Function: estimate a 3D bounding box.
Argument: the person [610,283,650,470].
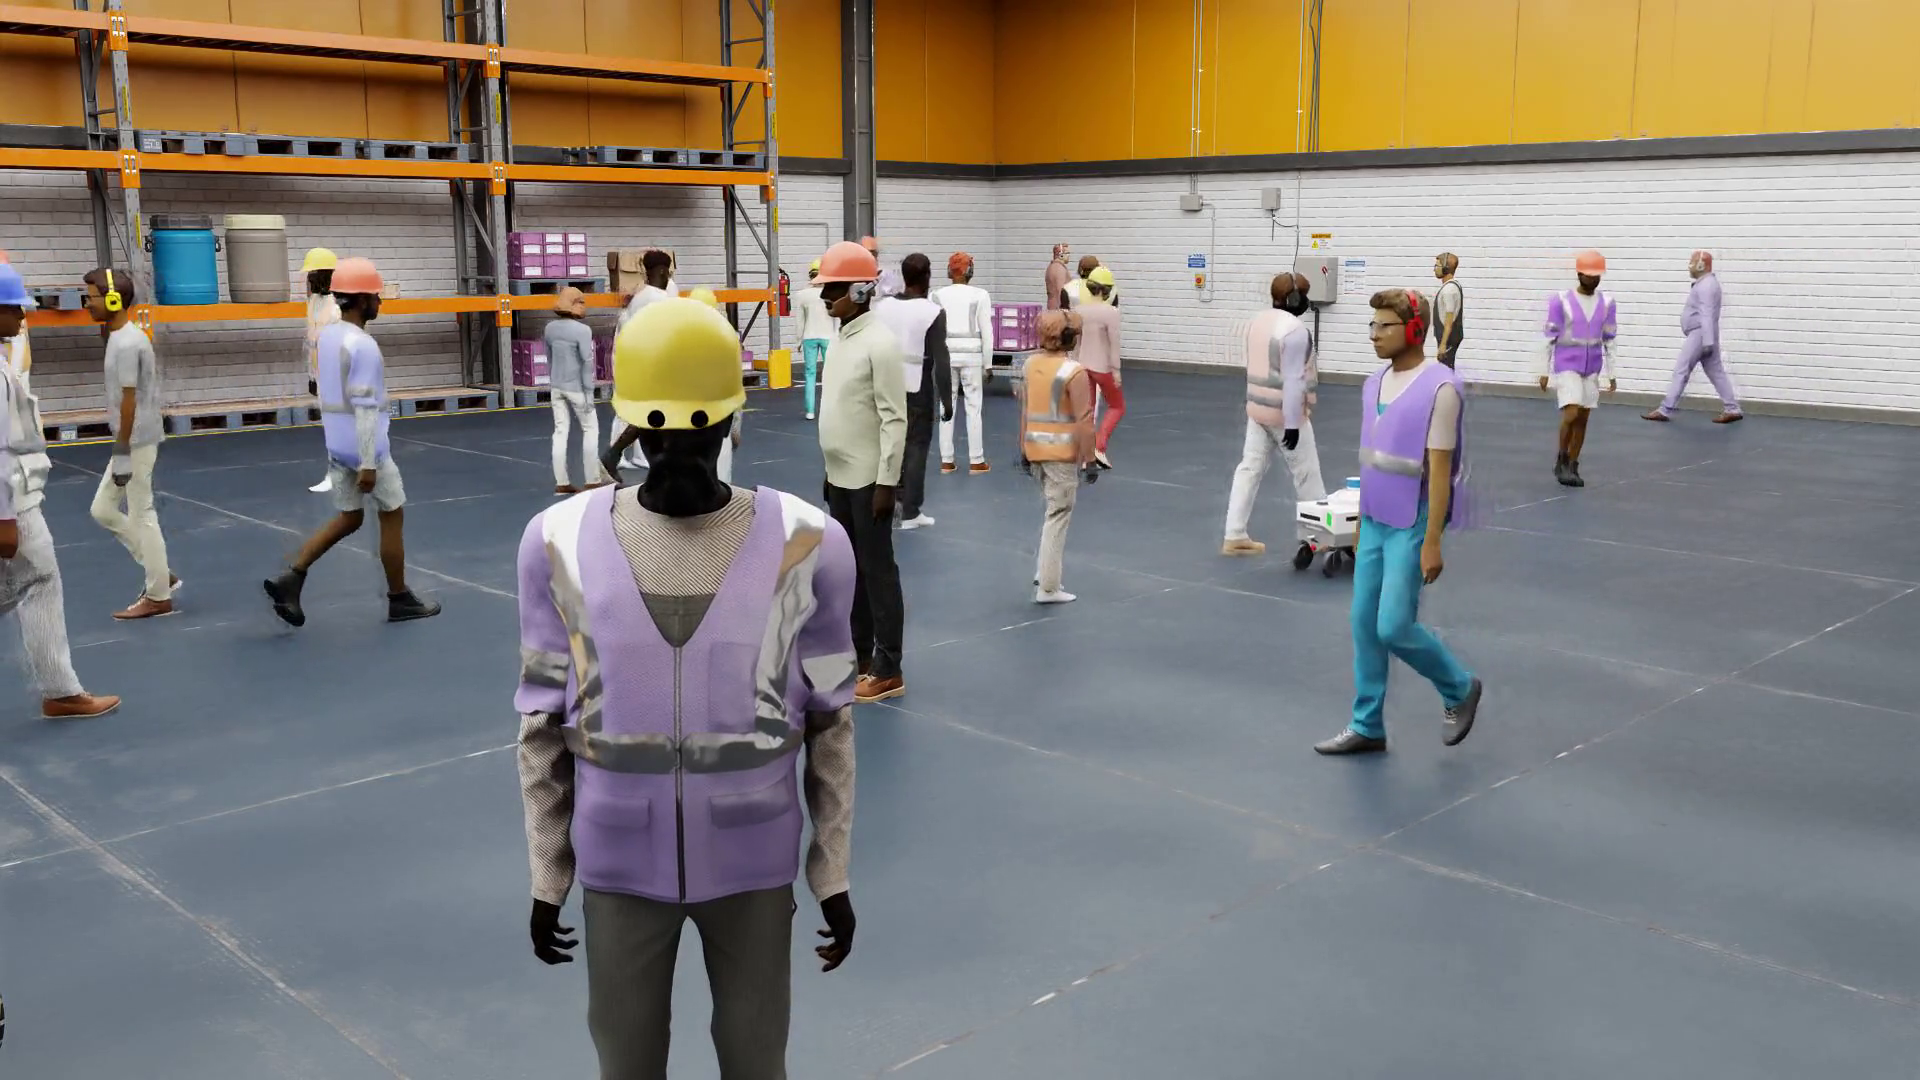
[{"bbox_3d":[-2.775,-1.388,14.241,0.574,1.612,0.634,-2,11,-9],"label":"person"}]

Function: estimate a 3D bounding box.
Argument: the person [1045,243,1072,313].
[{"bbox_3d":[1.432,-3.246,23.608,0.410,1.909,0.643,-2,11,-13],"label":"person"}]

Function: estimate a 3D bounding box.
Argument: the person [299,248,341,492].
[{"bbox_3d":[-4.900,-1.306,12.974,0.593,1.924,0.384,7,12,33],"label":"person"}]

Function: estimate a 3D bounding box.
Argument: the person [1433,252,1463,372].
[{"bbox_3d":[5.025,-2.046,17.233,0.350,1.847,0.506,4,11,22],"label":"person"}]

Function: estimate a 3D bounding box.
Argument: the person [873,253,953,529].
[{"bbox_3d":[-0.319,-1.021,11.493,0.615,1.899,0.464,8,13,36],"label":"person"}]

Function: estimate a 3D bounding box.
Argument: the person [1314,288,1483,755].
[{"bbox_3d":[1.714,-0.047,6.380,0.553,1.828,0.596,-3,11,-18],"label":"person"}]

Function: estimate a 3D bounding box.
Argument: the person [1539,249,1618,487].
[{"bbox_3d":[4.985,-1.367,13.341,0.567,1.911,0.473,-1,10,-8],"label":"person"}]

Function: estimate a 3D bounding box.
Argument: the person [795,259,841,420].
[{"bbox_3d":[-1.529,-2.187,18.227,0.533,1.765,0.331,1,10,7],"label":"person"}]

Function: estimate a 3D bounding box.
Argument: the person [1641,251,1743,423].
[{"bbox_3d":[8.012,-2.179,17.959,1.011,1.856,0.651,7,12,32],"label":"person"}]

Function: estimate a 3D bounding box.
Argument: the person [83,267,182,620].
[{"bbox_3d":[-4.380,-0.489,8.719,0.396,1.854,0.556,-6,12,-29],"label":"person"}]

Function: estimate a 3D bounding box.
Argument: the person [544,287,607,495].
[{"bbox_3d":[-2.998,-1.165,13.048,0.531,1.619,0.559,6,12,29],"label":"person"}]

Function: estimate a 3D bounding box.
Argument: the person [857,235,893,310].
[{"bbox_3d":[-1.096,-2.805,20.890,0.618,2.023,0.695,3,11,18],"label":"person"}]

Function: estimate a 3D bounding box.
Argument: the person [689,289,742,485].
[{"bbox_3d":[-1.574,-0.662,10.105,0.502,1.694,0.910,-1,10,-4],"label":"person"}]

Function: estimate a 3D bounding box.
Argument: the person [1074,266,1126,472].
[{"bbox_3d":[1.194,-1.453,14.232,0.372,1.750,0.553,-10,14,-43],"label":"person"}]

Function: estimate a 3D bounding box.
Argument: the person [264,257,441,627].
[{"bbox_3d":[-3.133,-0.480,8.516,0.548,1.919,0.811,9,14,42],"label":"person"}]

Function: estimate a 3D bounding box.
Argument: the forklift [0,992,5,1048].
[{"bbox_3d":[-3.245,0.323,3.363,2.313,2.155,1.214,2,11,13],"label":"forklift"}]

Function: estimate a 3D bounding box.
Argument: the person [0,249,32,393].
[{"bbox_3d":[-7.791,-1.418,13.562,0.373,1.935,0.552,-9,14,-40],"label":"person"}]

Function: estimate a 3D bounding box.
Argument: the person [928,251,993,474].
[{"bbox_3d":[0.010,-1.496,14.120,0.572,1.887,0.354,3,11,17],"label":"person"}]

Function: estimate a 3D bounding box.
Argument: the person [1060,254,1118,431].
[{"bbox_3d":[1.304,-2.016,17.121,0.647,1.824,0.444,-2,11,-13],"label":"person"}]

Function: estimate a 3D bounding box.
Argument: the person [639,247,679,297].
[{"bbox_3d":[-3.068,-1.977,16.687,0.401,1.910,0.641,-7,13,-34],"label":"person"}]

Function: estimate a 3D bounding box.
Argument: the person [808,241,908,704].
[{"bbox_3d":[-0.455,-0.291,7.253,0.395,1.992,0.621,-6,12,-28],"label":"person"}]

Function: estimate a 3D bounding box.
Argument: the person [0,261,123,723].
[{"bbox_3d":[-3.953,-0.166,6.748,0.780,1.928,0.611,-8,13,-36],"label":"person"}]

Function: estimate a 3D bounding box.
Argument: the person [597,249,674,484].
[{"bbox_3d":[-2.553,-1.390,13.477,0.906,1.912,0.649,-6,12,-29],"label":"person"}]

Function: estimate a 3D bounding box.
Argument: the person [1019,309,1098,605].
[{"bbox_3d":[0.563,-0.453,9.146,0.436,1.622,0.538,-7,12,-33],"label":"person"}]

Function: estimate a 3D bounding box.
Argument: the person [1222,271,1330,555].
[{"bbox_3d":[2.092,-0.789,10.521,0.944,1.789,0.650,-4,11,-19],"label":"person"}]

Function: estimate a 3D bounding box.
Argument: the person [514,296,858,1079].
[{"bbox_3d":[-0.465,0.548,2.879,0.585,1.923,0.376,-1,10,-5],"label":"person"}]

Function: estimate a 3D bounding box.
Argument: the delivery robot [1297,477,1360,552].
[{"bbox_3d":[2.394,-0.138,10.094,0.707,0.478,0.477,-5,12,-28],"label":"delivery robot"}]
